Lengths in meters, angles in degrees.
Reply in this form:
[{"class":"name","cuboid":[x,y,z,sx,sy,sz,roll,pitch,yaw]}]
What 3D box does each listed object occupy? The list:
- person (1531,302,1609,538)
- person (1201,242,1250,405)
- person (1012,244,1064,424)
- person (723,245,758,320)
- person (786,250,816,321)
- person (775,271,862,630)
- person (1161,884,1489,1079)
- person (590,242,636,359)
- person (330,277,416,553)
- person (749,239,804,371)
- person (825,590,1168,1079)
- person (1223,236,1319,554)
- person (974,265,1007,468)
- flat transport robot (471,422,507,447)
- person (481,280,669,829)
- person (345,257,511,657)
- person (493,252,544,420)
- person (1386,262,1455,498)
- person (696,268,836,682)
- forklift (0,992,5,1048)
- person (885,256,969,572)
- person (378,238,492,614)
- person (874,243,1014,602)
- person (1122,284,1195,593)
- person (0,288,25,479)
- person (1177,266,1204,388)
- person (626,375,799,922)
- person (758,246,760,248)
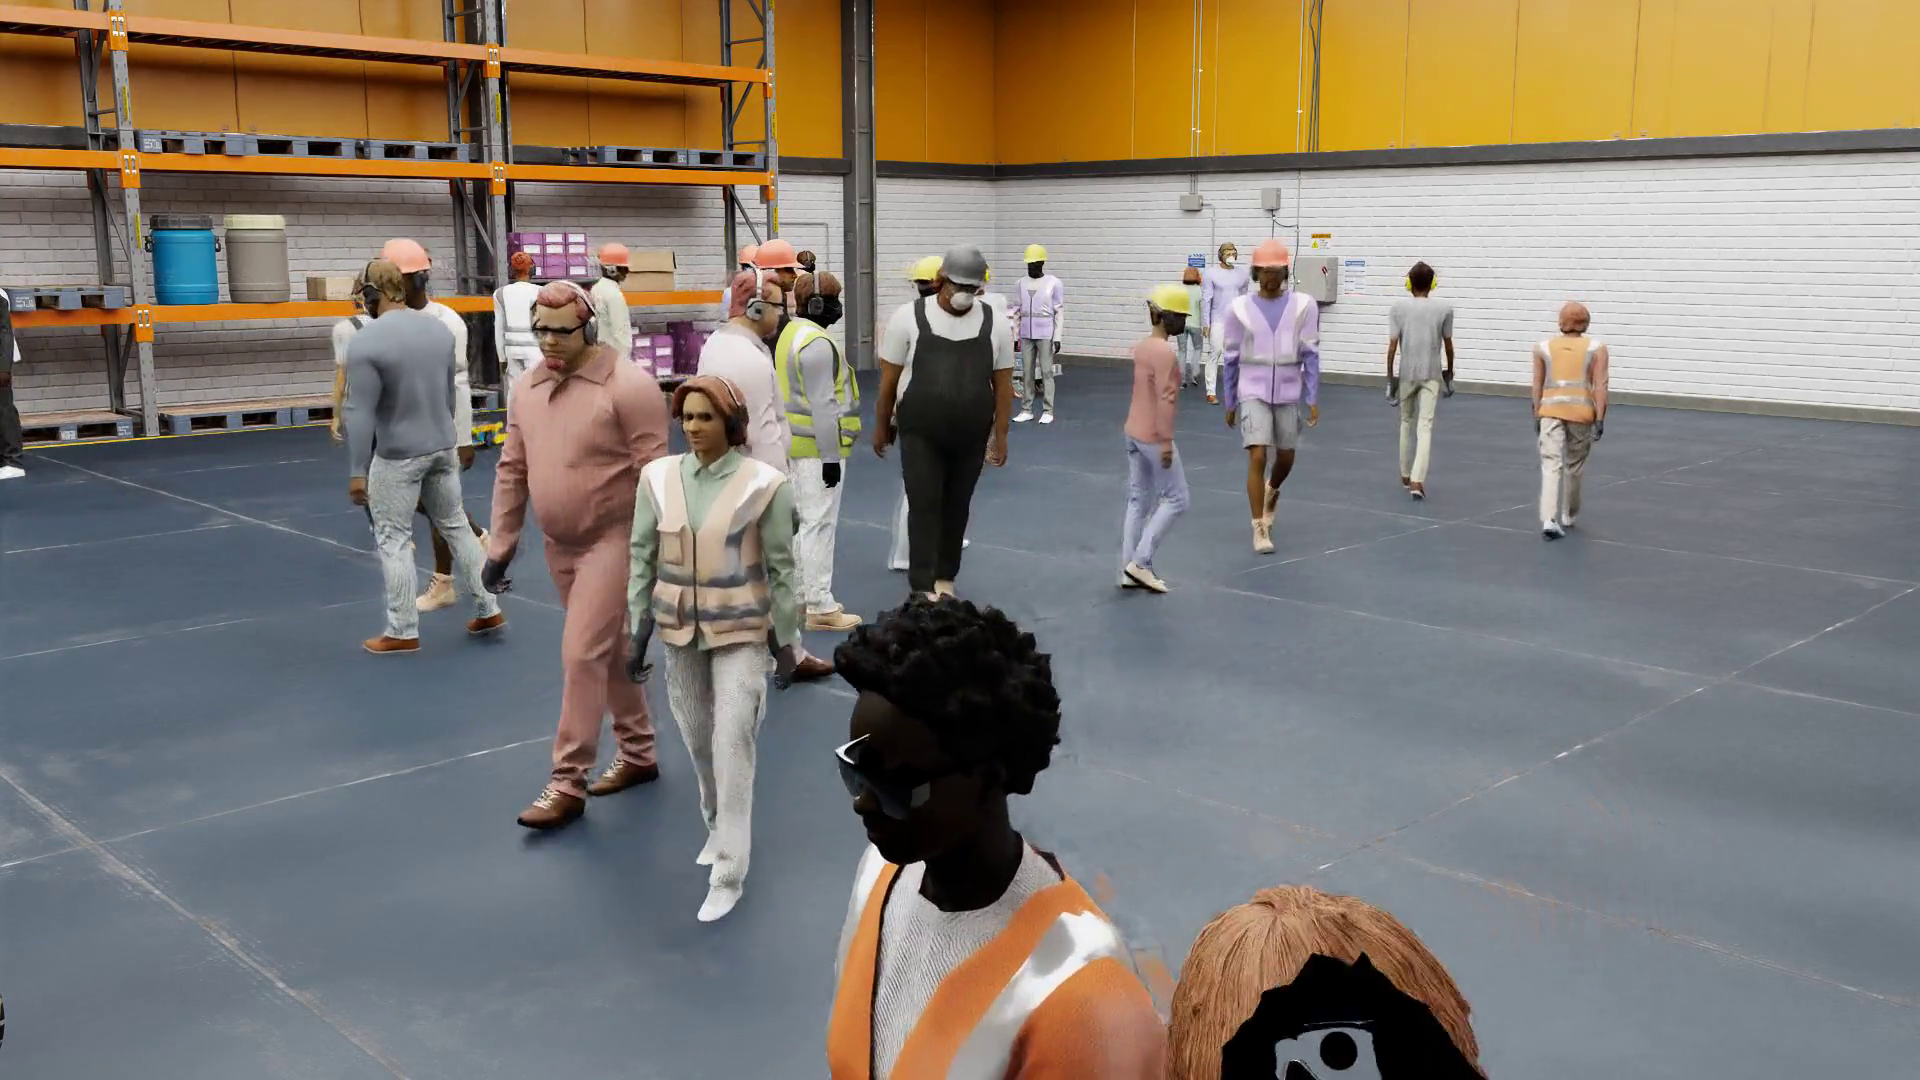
[{"class":"person","cuboid":[4.119,-0.818,11.277,0.508,1.576,0.880,5,11,24]},{"class":"person","cuboid":[3.187,-2.594,19.971,0.630,1.940,0.372,-4,11,-19]},{"class":"person","cuboid":[0.821,-2.213,17.929,0.594,1.922,0.385,6,12,31]},{"class":"person","cuboid":[-1.837,-1.645,14.794,0.545,1.938,0.361,-3,11,-18]},{"class":"person","cuboid":[-1.930,-2.685,20.769,0.430,1.836,0.619,-7,13,-34]},{"class":"person","cuboid":[-0.725,-0.459,8.590,0.429,1.842,0.634,-4,11,-19]},{"class":"person","cuboid":[0.248,1.027,1.132,0.518,1.609,0.331,7,12,32]},{"class":"person","cuboid":[-2.967,-1.493,13.899,0.612,1.969,0.628,-6,12,-28]},{"class":"person","cuboid":[-3.759,-0.828,10.783,0.561,1.765,1.060,-2,11,-13]},{"class":"person","cuboid":[-1.132,-0.838,10.238,0.379,1.996,0.610,0,10,-3]},{"class":"person","cuboid":[-0.047,0.878,1.771,0.837,1.652,0.547,-6,12,-31]},{"class":"person","cuboid":[2.010,-0.960,10.853,0.612,2.024,0.857,0,10,2]},{"class":"person","cuboid":[0.165,-1.460,14.042,0.541,1.843,0.441,0,10,0]},{"class":"flat transport robot","cuboid":[-4.859,-0.958,15.595,0.652,0.197,1.431,2,11,13]},{"class":"person","cuboid":[-1.367,0.046,5.769,0.661,1.860,0.877,8,13,36]},{"class":"person","cuboid":[-2.592,-0.392,8.026,0.534,1.915,0.779,6,12,29]},{"class":"person","cuboid":[-3.939,-1.667,15.104,0.574,1.876,0.340,2,11,13]},{"class":"person","cuboid":[3.598,-1.255,13.016,0.517,1.823,0.994,4,11,20]},{"class":"person","cuboid":[-0.827,-0.231,7.246,0.833,1.870,0.682,-3,11,-16]},{"class":"forklift","cuboid":[-3.245,0.323,3.363,2.313,2.155,1.214,2,11,13]},{"class":"person","cuboid":[-0.126,-0.772,10.165,0.872,1.886,0.593,-10,14,-42]},{"class":"person","cuboid":[-2.815,-0.629,9.056,0.647,2.013,0.722,8,13,37]},{"class":"person","cuboid":[-0.050,-0.609,8.863,0.731,2.000,0.930,-2,11,-11]},{"class":"person","cuboid":[1.112,-0.568,9.408,0.399,1.745,0.551,-3,11,-17]},{"class":"person","cuboid":[-8.085,-1.467,13.877,0.590,1.920,0.393,7,13,34]},{"class":"person","cuboid":[3.047,-2.819,22.077,0.509,1.618,0.449,4,11,20]},{"class":"person","cuboid":[-0.754,0.300,5.122,0.522,1.647,0.536,3,11,18]},{"class":"person","cuboid":[-2.011,-1.914,16.334,0.997,1.917,0.626,-2,11,-10]}]
